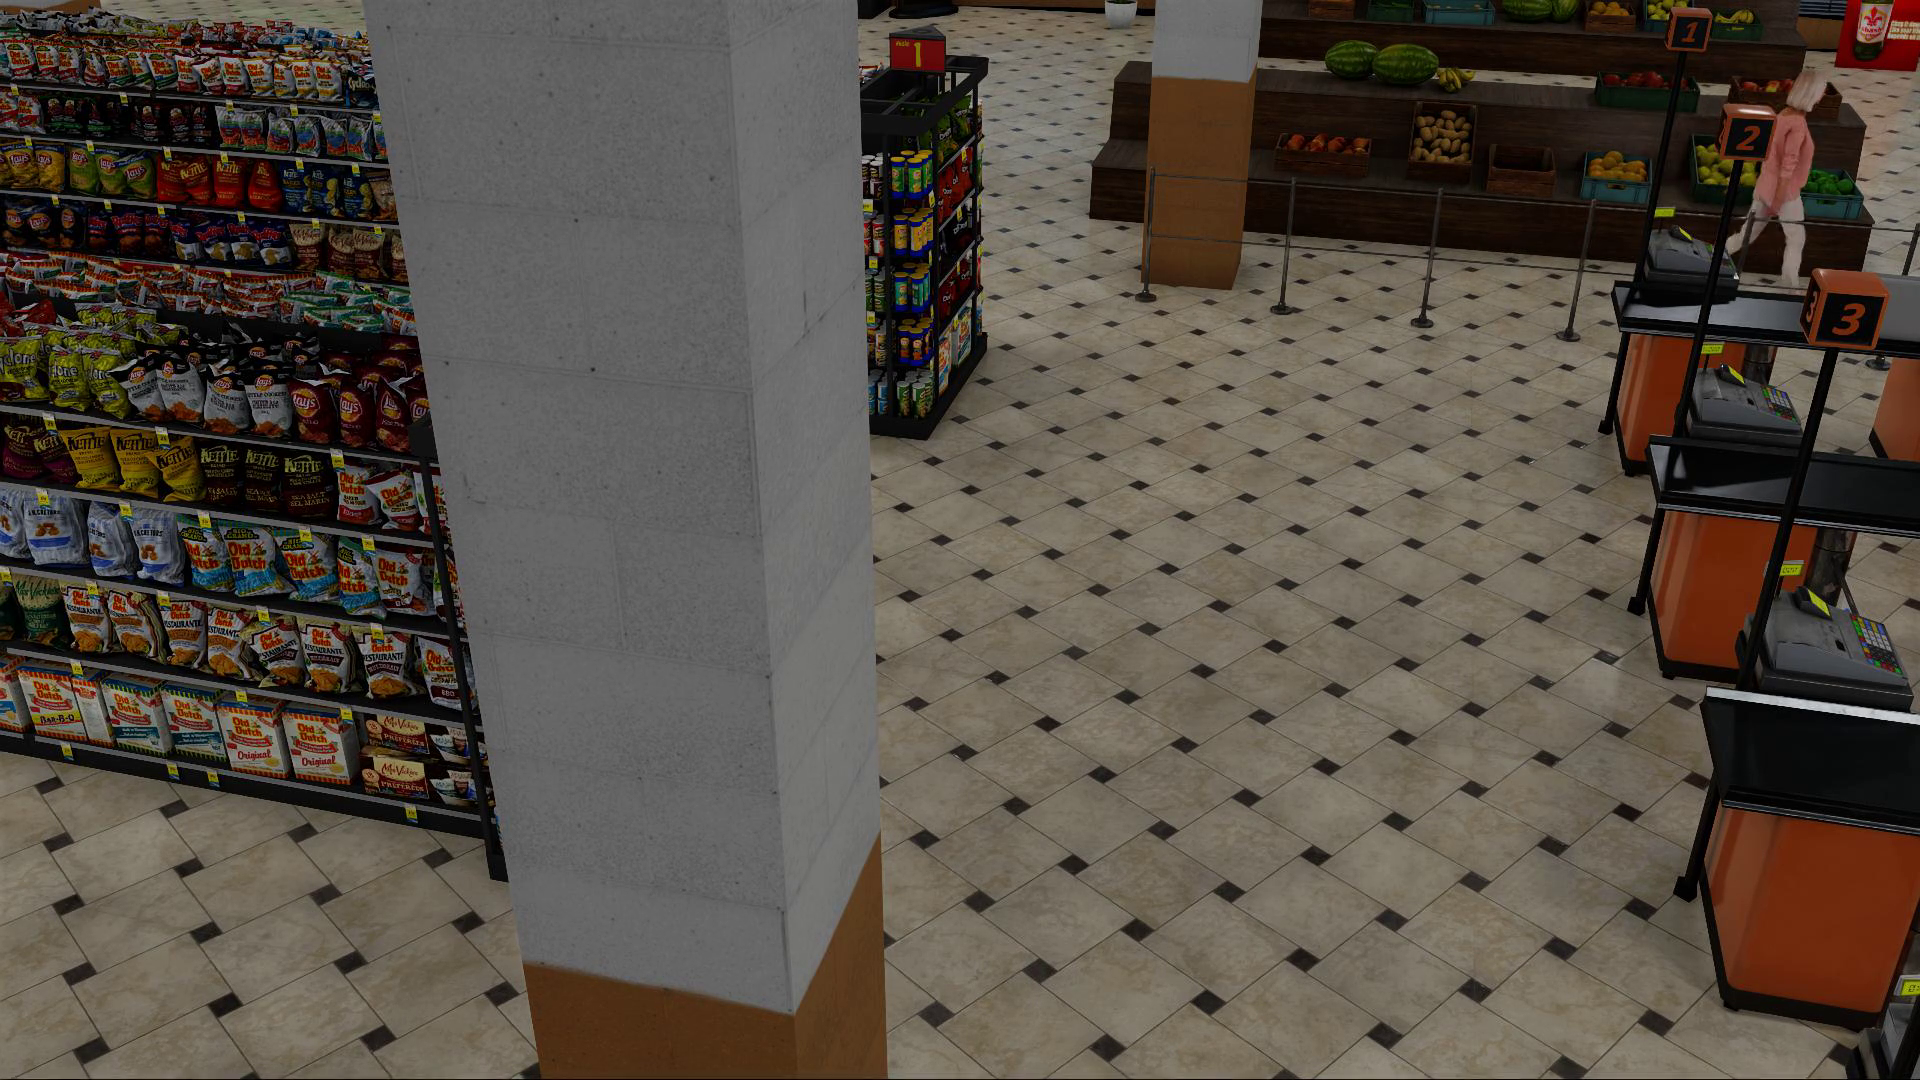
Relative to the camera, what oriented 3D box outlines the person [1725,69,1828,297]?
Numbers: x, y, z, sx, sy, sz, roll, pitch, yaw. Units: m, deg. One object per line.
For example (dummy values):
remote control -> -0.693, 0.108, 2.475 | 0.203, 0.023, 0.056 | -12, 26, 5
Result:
person -> 5.753, -2.490, 11.922 | 1.162, 1.677, 0.706 | 4, 29, 7
